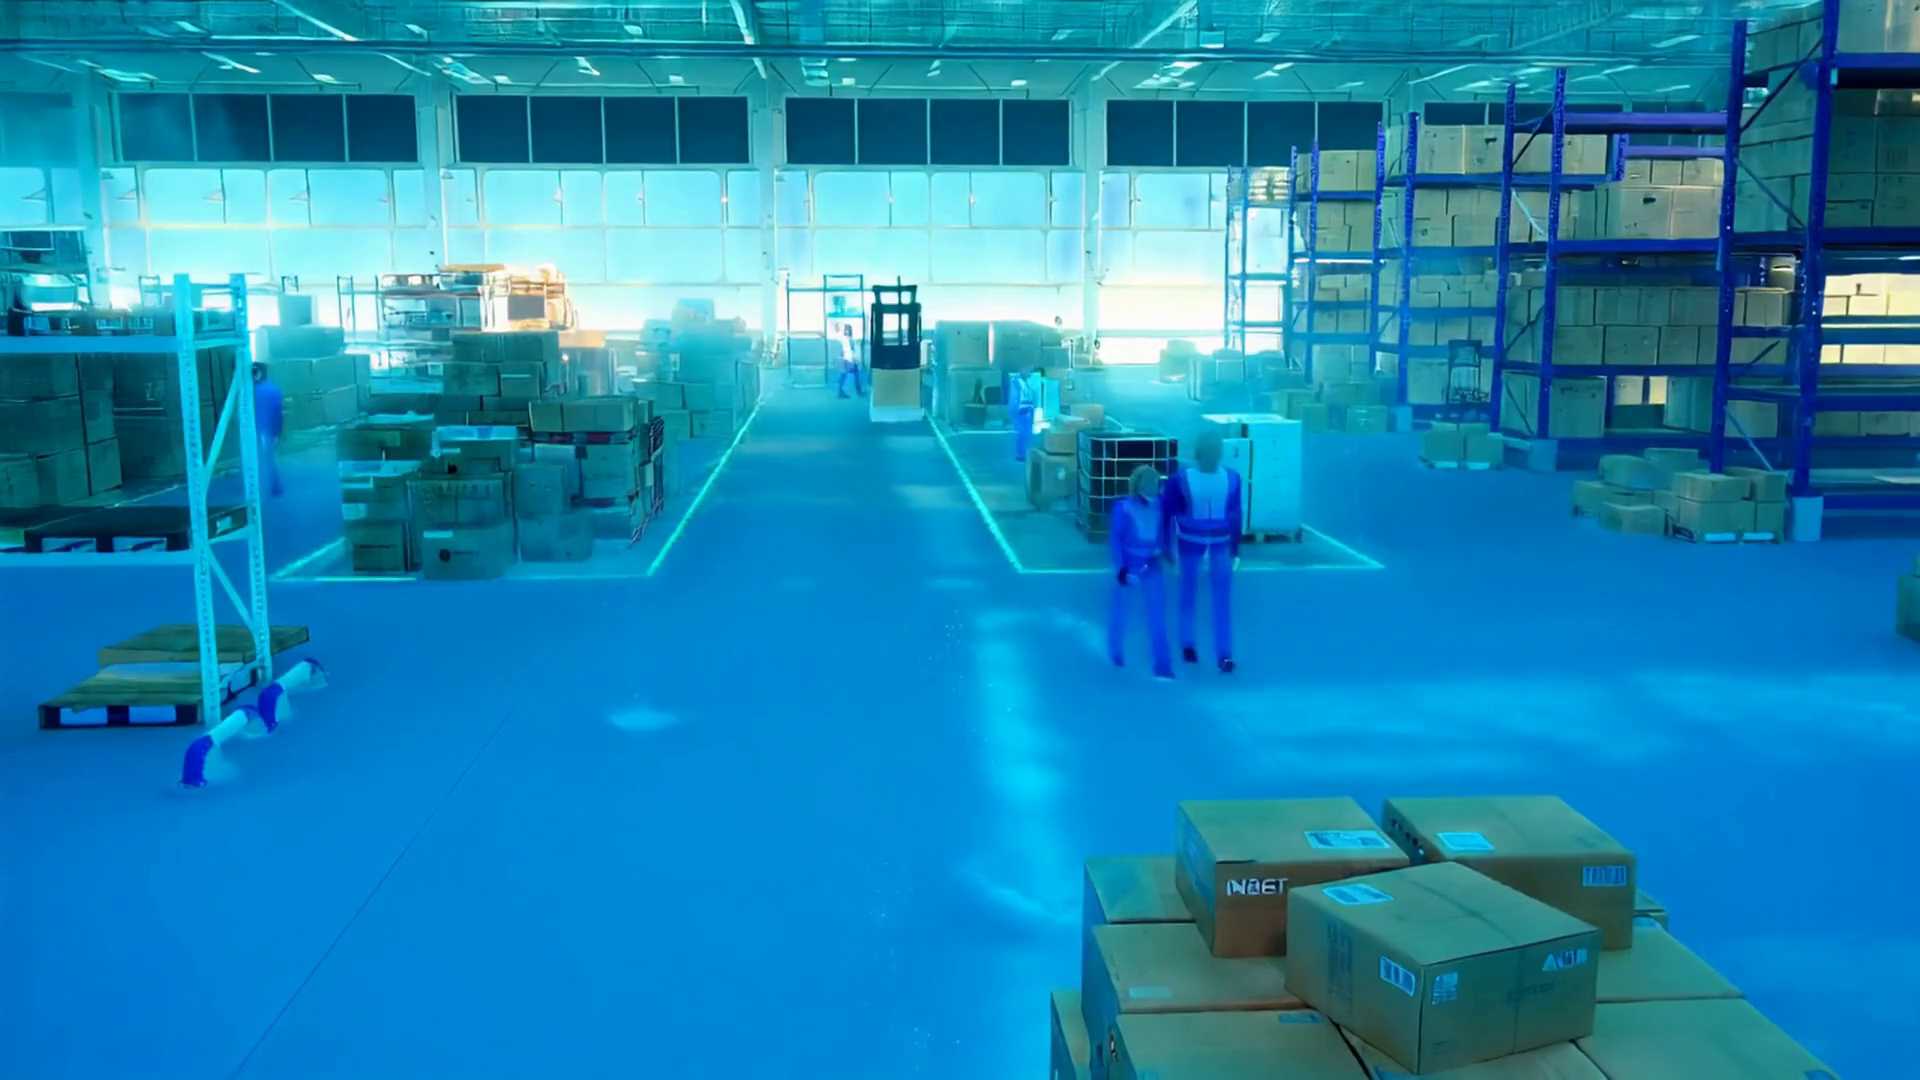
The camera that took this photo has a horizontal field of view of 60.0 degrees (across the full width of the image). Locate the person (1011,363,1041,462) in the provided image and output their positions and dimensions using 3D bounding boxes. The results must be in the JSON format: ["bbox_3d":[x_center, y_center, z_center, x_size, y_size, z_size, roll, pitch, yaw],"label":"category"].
[{"bbox_3d":[1.109,-2.024,26.686,0.633,1.615,0.537,8,12,42],"label":"person"}]

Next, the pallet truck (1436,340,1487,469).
[{"bbox_3d":[8.004,-2.170,26.422,0.823,1.965,1.885,2,9,14],"label":"pallet truck"}]

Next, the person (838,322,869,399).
[{"bbox_3d":[-2.660,-4.354,40.492,0.983,1.876,0.559,8,12,41],"label":"person"}]

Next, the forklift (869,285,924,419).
[{"bbox_3d":[-1.353,-3.995,35.116,1.129,2.768,1.873,-1,9,-4],"label":"forklift"}]

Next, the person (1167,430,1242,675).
[{"bbox_3d":[1.872,0.105,12.588,0.597,1.851,0.895,-1,9,-3],"label":"person"}]

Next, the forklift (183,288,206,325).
[{"bbox_3d":[-17.308,-4.409,37.718,1.873,2.768,1.129,-5,10,-30],"label":"forklift"}]

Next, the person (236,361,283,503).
[{"bbox_3d":[-9.375,-1.447,22.245,0.647,1.885,1.009,0,9,3],"label":"person"}]

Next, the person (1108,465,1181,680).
[{"bbox_3d":[1.365,0.233,12.630,0.517,1.598,0.825,-2,9,-15],"label":"person"}]

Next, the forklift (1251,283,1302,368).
[{"bbox_3d":[8.502,-5.217,42.786,1.873,2.768,1.129,-1,9,-4],"label":"forklift"}]
